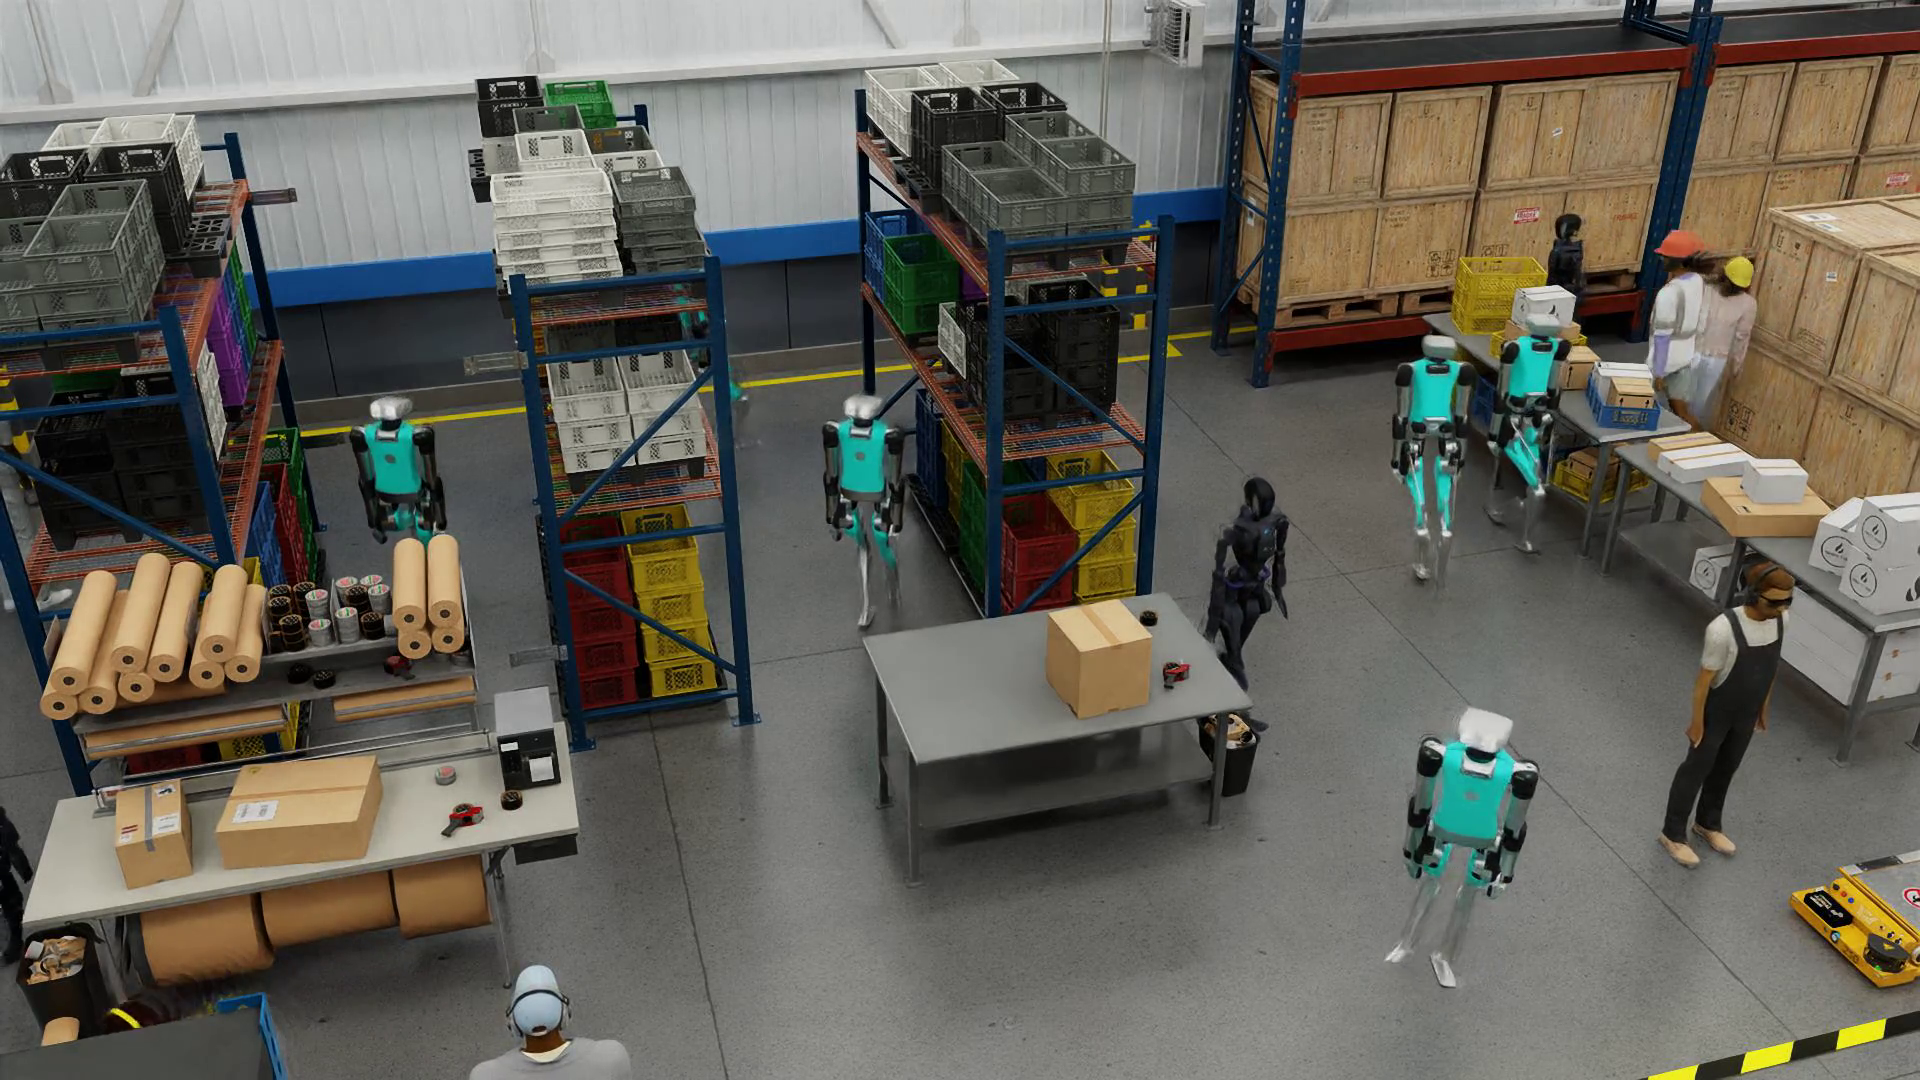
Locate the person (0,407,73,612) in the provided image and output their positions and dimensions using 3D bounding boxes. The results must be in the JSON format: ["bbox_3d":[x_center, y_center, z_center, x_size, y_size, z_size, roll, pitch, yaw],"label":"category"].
[{"bbox_3d":[-6.468,-0.370,11.173,0.526,1.869,0.311,4,29,7],"label":"person"}]

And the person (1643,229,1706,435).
[{"bbox_3d":[5.544,-1.452,13.032,0.612,1.981,1.074,-22,35,-34],"label":"person"}]

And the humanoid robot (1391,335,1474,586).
[{"bbox_3d":[3.266,-0.421,11.516,0.543,1.872,0.808,0,29,0],"label":"humanoid robot"}]

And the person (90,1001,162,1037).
[{"bbox_3d":[-2.915,2.453,6.063,0.549,1.838,0.844,14,32,24],"label":"person"}]

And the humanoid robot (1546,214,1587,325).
[{"bbox_3d":[5.235,-2.005,14.358,0.414,1.640,0.602,-3,29,-5],"label":"humanoid robot"}]

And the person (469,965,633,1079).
[{"bbox_3d":[-1.477,2.344,6.253,0.589,1.852,0.365,-8,30,-14],"label":"person"}]

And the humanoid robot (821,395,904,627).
[{"bbox_3d":[-0.586,-0.160,11.048,0.541,1.898,0.706,5,29,9],"label":"humanoid robot"}]

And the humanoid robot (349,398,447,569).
[{"bbox_3d":[-3.620,-0.224,11.067,0.547,1.737,1.042,0,29,0],"label":"humanoid robot"}]

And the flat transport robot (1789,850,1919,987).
[{"bbox_3d":[5.163,1.916,8.676,1.431,0.231,0.659,-8,30,-14],"label":"flat transport robot"}]

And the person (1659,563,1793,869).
[{"bbox_3d":[4.095,0.924,8.855,0.498,1.838,0.348,-10,30,-18],"label":"person"}]

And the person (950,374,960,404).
[{"bbox_3d":[0.032,-1.712,13.562,0.393,1.921,0.590,0,29,0],"label":"person"}]

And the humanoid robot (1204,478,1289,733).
[{"bbox_3d":[1.756,0.370,10.057,0.590,1.636,0.729,-17,33,-28],"label":"humanoid robot"}]

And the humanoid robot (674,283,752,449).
[{"bbox_3d":[-1.944,-1.516,13.446,0.661,1.845,0.544,-9,30,-15],"label":"humanoid robot"}]

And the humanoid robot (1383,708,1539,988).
[{"bbox_3d":[2.420,1.445,8.016,0.550,1.768,0.801,11,31,19],"label":"humanoid robot"}]

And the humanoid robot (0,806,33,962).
[{"bbox_3d":[-4.837,1.471,8.061,0.599,1.651,0.512,8,30,15],"label":"humanoid robot"}]

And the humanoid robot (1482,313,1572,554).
[{"bbox_3d":[4.150,-0.697,11.959,0.561,1.769,1.036,-7,30,-13],"label":"humanoid robot"}]

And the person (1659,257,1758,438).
[{"bbox_3d":[5.997,-1.479,13.336,0.544,1.719,0.539,9,30,16],"label":"person"}]
